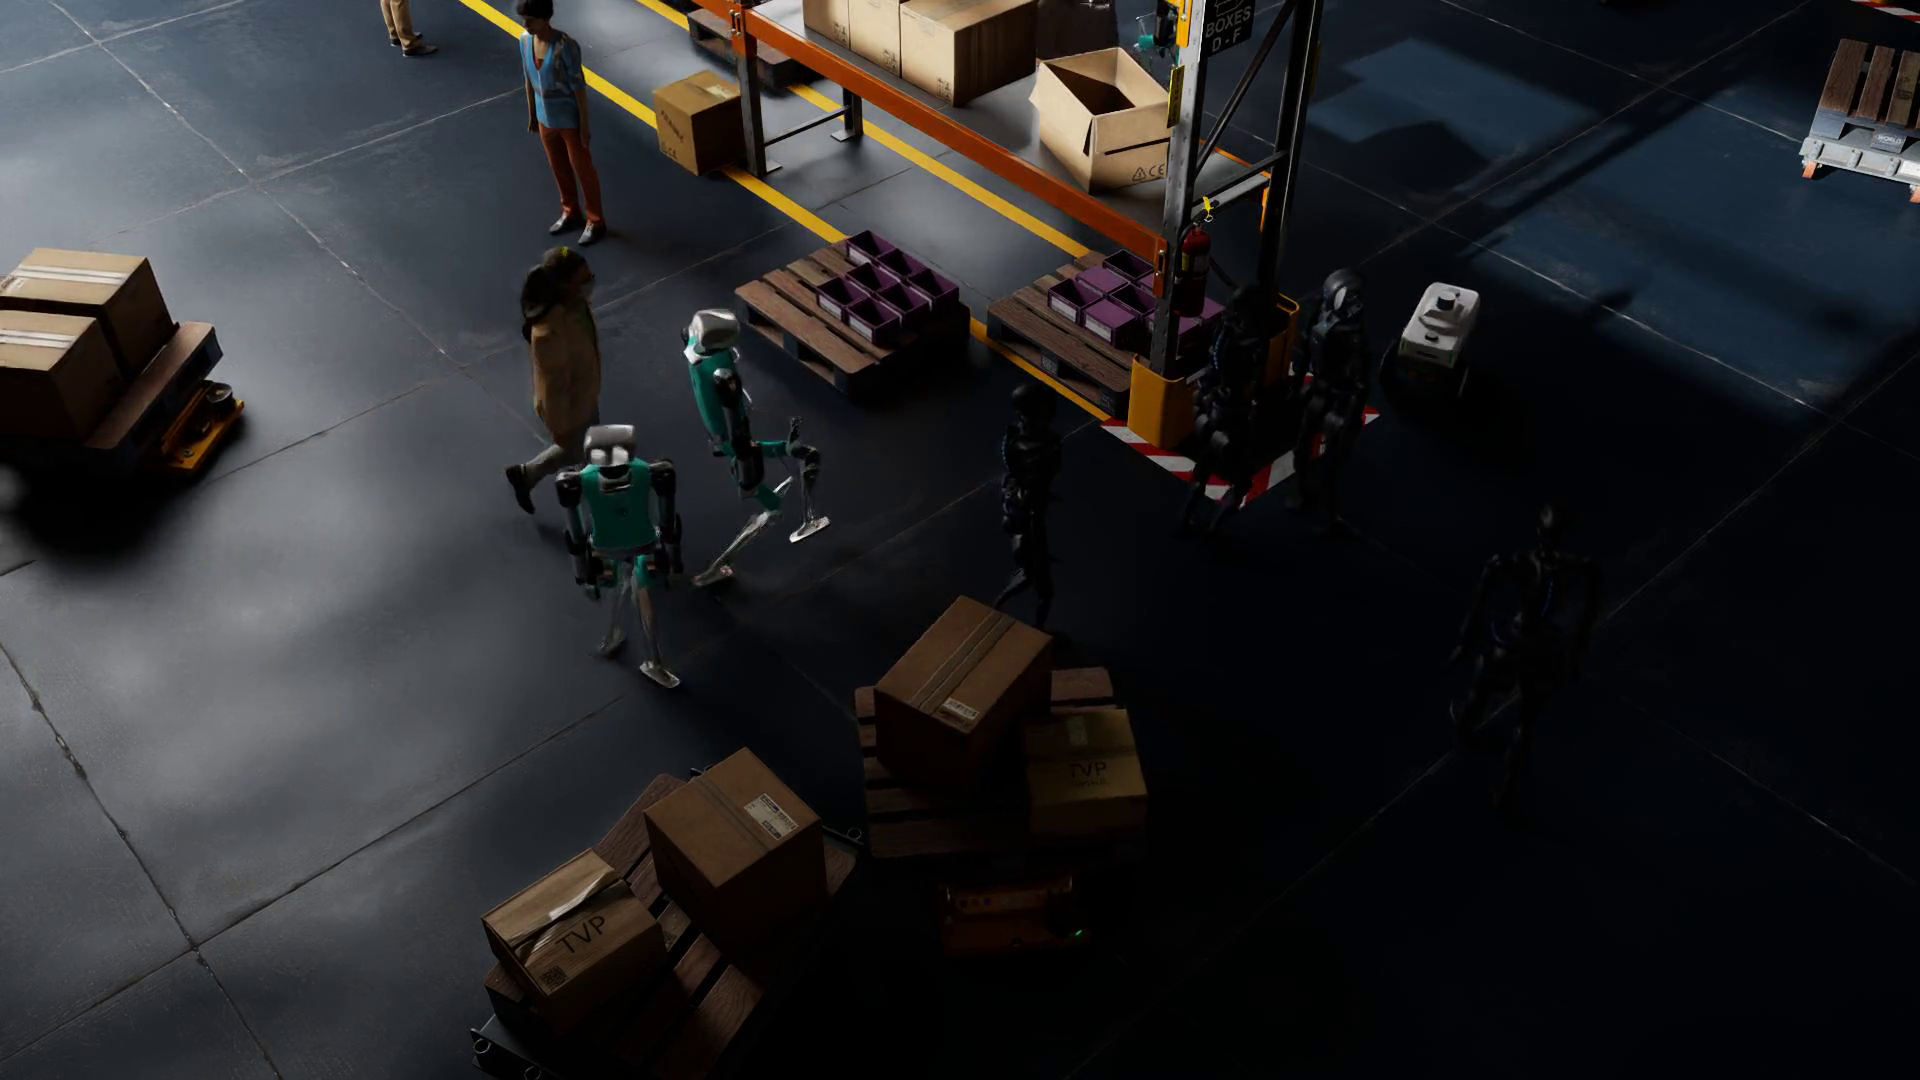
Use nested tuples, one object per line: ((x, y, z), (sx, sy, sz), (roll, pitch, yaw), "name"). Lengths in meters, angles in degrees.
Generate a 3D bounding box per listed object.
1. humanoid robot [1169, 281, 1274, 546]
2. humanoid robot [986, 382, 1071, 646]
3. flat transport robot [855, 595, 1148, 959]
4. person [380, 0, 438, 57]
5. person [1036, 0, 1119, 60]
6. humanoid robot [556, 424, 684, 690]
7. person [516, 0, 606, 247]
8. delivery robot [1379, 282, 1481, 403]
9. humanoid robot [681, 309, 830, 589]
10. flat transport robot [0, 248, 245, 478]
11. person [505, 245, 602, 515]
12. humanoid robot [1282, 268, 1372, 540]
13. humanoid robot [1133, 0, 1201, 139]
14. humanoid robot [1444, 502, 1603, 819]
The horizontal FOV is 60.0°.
((1.371, -0.642, 8.760), (0.410, 1.646, 0.585), (-14, 44, -15), "humanoid robot")
((0.327, -0.108, 8.180), (0.444, 1.653, 0.601), (-1, 43, -1), "humanoid robot")
((0.167, 1.263, 7.721), (0.659, 0.231, 1.431), (-4, 43, -5), "flat transport robot")
((-4.504, -4.704, 13.113), (0.337, 1.752, 0.563), (-24, 48, -24), "person")
((0.772, -3.233, 11.434), (0.643, 1.876, 0.896), (-30, 50, -29), "person")
((-1.619, -0.005, 8.011), (0.599, 1.766, 0.879), (-8, 43, -9), "humanoid robot")
((-2.666, -2.802, 11.044), (0.499, 1.759, 0.339), (20, 46, 21), "person")
((2.919, -1.233, 10.239), (0.523, 0.614, 0.786), (19, 46, 20), "delivery robot")
((-0.987, -0.501, 8.592), (1.037, 1.763, 0.563), (-20, 46, -20), "humanoid robot")
((-5.083, -0.713, 9.871), (1.431, 0.231, 0.659), (6, 43, 6), "flat transport robot")
((-2.127, -0.761, 8.767), (0.727, 1.849, 0.556), (3, 43, 4), "person")
((1.962, -0.736, 8.866), (0.328, 1.641, 0.599), (-18, 45, -18), "humanoid robot")
((1.568, -3.757, 12.104), (0.545, 1.768, 0.906), (-18, 45, -18), "humanoid robot")
((2.531, 0.492, 7.528), (0.600, 1.636, 0.698), (3, 43, 3), "humanoid robot")
